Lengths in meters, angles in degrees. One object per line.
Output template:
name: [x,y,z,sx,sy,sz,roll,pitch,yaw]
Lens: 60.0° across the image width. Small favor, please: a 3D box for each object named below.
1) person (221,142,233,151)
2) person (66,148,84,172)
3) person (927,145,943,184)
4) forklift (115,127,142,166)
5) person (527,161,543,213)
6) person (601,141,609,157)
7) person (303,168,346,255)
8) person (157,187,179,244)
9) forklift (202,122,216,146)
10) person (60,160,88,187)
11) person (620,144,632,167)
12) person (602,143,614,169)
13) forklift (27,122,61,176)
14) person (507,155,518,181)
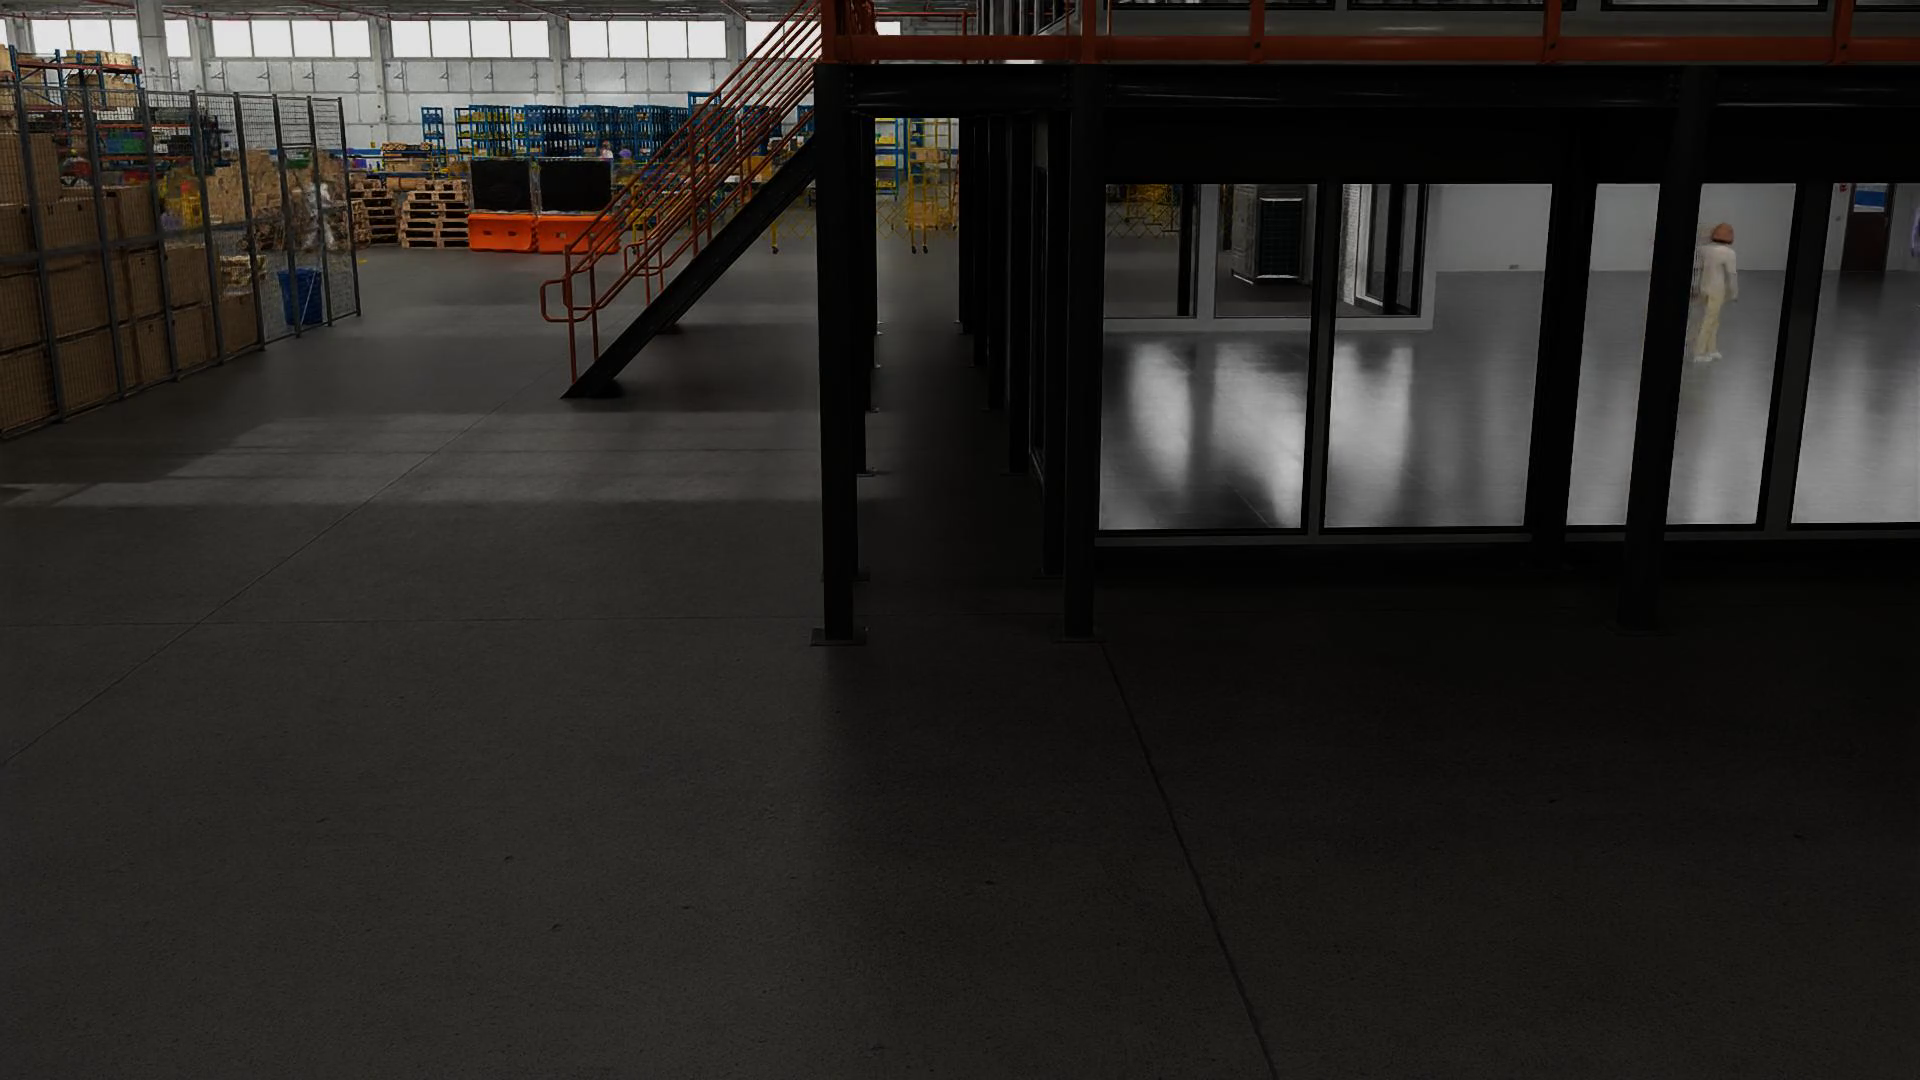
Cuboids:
person: [-35.925,-18.574,81.573,0.651,1.888,1.014,-10,17,-34]
person: [-33.956,-14.091,63.807,0.595,1.817,0.428,-1,14,-5]
person: [-1.143,-17.473,77.375,0.824,1.801,0.580,-13,19,-43]
forklift: [-35.922,-16.877,72.786,1.873,2.768,1.129,-1,14,-2]
person: [-11.656,-9.492,45.583,0.600,1.749,0.524,-7,16,-27]
person: [-16.298,-17.341,76.499,0.468,1.977,0.620,-13,19,-43]
person: [-13.632,-6.973,35.347,1.019,1.834,0.573,1,14,5]
person: [-10.847,-3.898,22.906,0.751,1.903,0.590,-13,19,-42]
forklift: [-41.027,-21.411,90.908,1.873,2.768,1.129,1,14,3]
person: [-17.628,-6.518,33.089,0.689,2.000,0.538,-6,15,-21]
person: [-16.050,-18.127,79.959,0.572,1.815,0.923,0,14,2]
person: [-15.580,-16.651,73.852,0.409,1.913,0.642,4,15,16]
forklift: [-35.376,-14.773,64.377,1.129,2.768,1.873,-1,14,-2]
person: [-13.490,-10.754,50.442,0.890,1.842,0.525,-4,15,-15]
